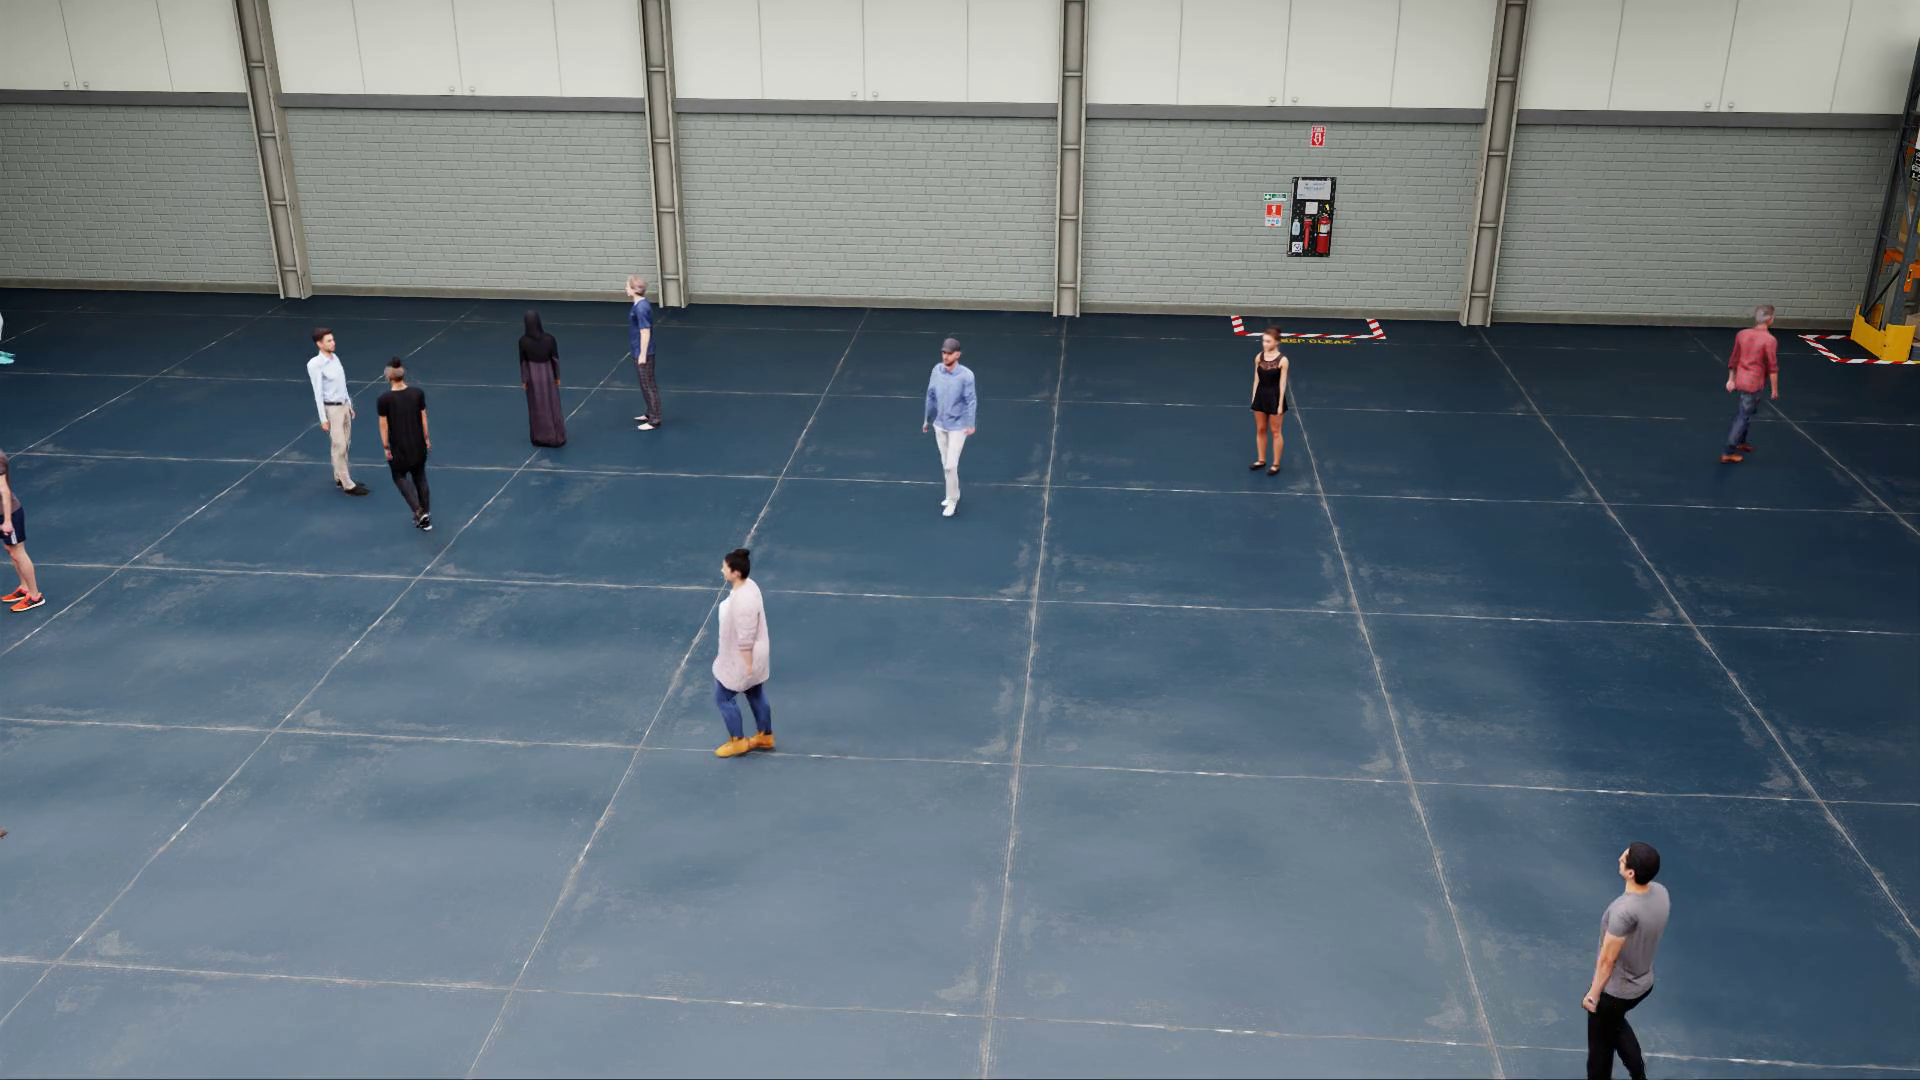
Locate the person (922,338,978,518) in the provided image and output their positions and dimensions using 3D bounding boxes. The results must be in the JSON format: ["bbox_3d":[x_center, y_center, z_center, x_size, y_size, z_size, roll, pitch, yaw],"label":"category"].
[{"bbox_3d":[-0.054,-1.244,17.530,0.906,1.868,0.936,16,28,32],"label":"person"}]

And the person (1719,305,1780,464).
[{"bbox_3d":[8.850,-1.739,18.769,0.938,1.811,0.845,-6,24,-13],"label":"person"}]

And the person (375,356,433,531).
[{"bbox_3d":[-5.564,-0.945,16.847,0.860,1.853,0.922,-15,27,-31],"label":"person"}]

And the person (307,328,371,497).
[{"bbox_3d":[-6.758,-1.396,17.912,0.728,1.850,0.665,4,23,9],"label":"person"}]

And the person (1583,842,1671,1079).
[{"bbox_3d":[3.656,2.440,9.026,0.811,1.744,0.873,-19,30,-38],"label":"person"}]

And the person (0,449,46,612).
[{"bbox_3d":[-8.740,-0.259,15.235,0.778,1.853,0.727,-17,28,-35],"label":"person"}]

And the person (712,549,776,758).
[{"bbox_3d":[-1.575,0.862,12.757,0.658,1.728,0.672,1,23,3],"label":"person"}]

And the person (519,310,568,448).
[{"bbox_3d":[-4.890,-1.891,19.375,0.617,1.615,0.733,-5,23,-11],"label":"person"}]

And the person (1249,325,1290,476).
[{"bbox_3d":[3.460,-1.570,18.536,0.673,1.680,0.751,20,30,39],"label":"person"}]

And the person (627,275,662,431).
[{"bbox_3d":[-3.784,-2.263,19.925,0.657,1.870,0.725,-5,23,-11],"label":"person"}]
